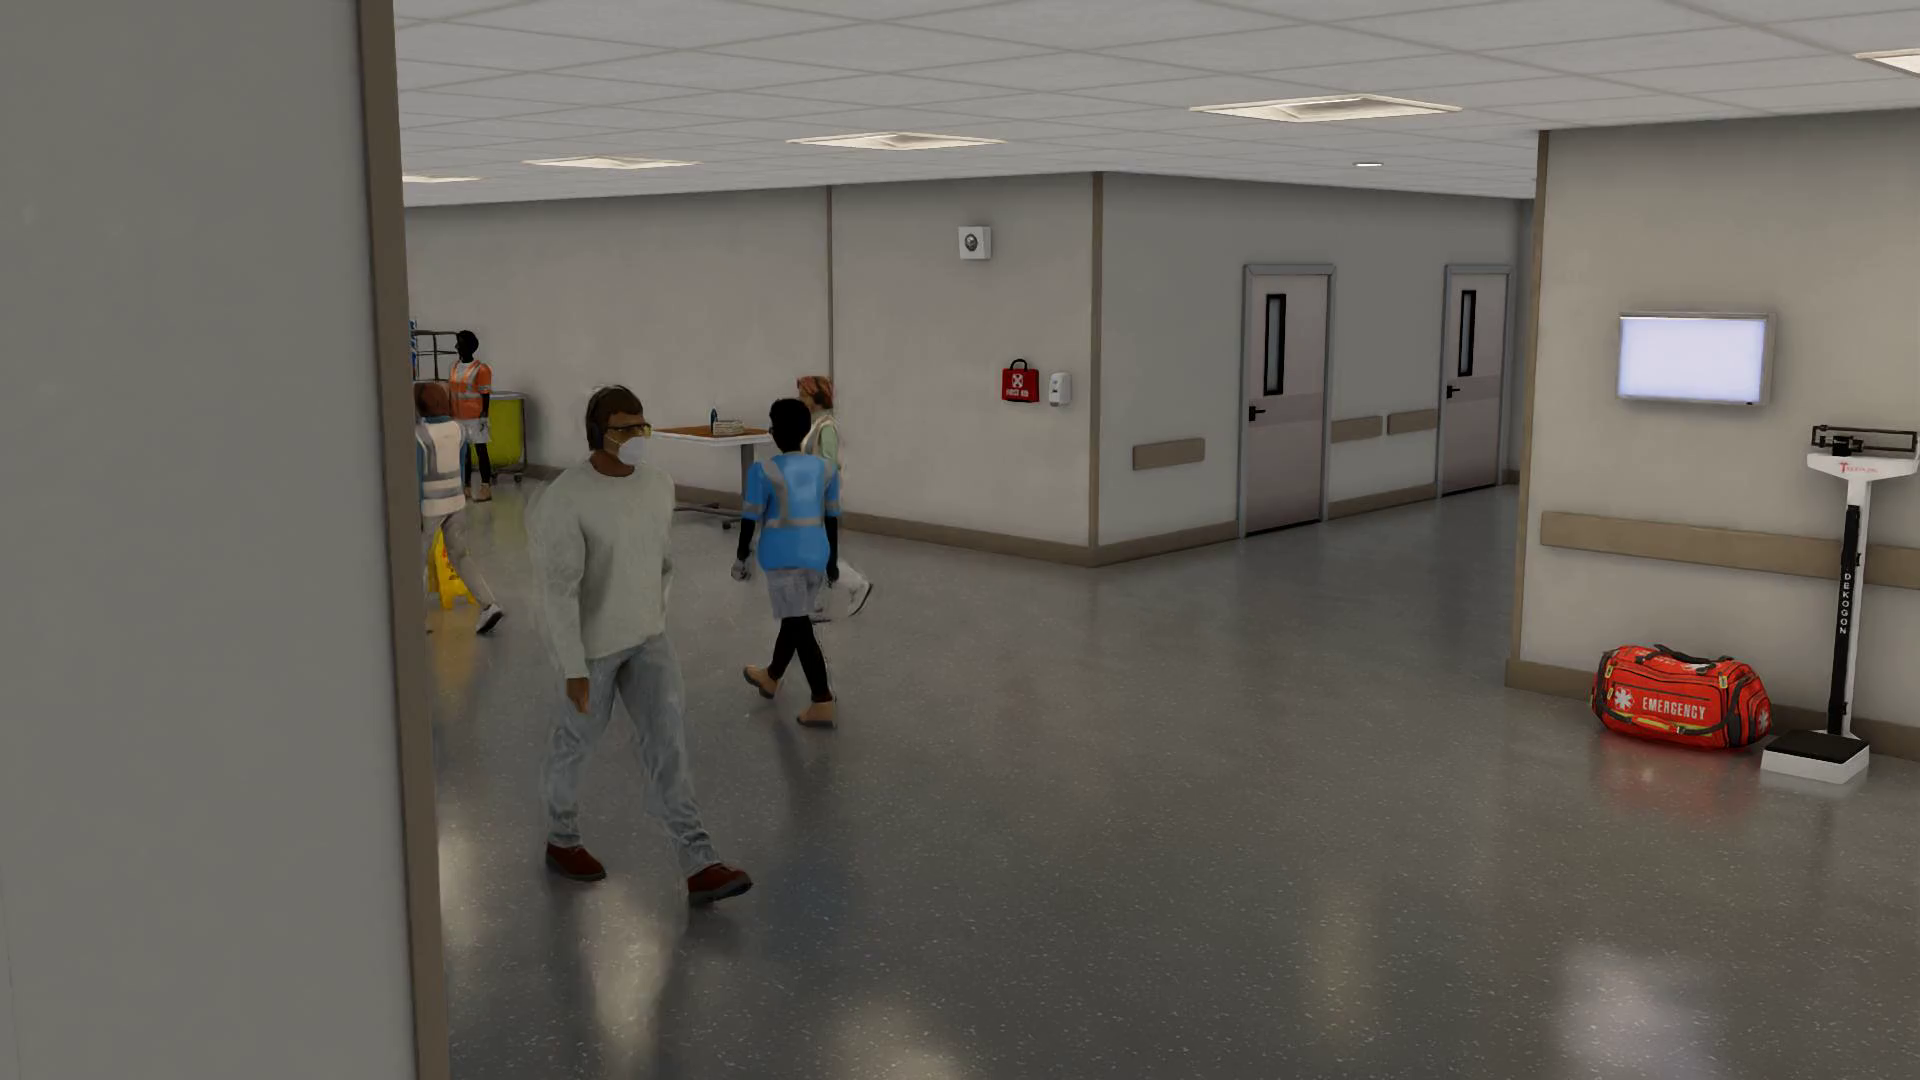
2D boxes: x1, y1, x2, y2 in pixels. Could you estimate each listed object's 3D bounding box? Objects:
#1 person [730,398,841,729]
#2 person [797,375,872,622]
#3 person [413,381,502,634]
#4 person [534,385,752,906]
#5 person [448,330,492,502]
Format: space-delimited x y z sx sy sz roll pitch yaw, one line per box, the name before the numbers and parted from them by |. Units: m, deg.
person | -0.900 0.103 8.516 0.904 1.632 0.537 9 13 44
person | -0.866 -0.253 10.734 0.452 1.625 0.534 -3 10 -20
person | -3.221 -0.192 10.421 0.733 1.613 0.518 5 10 26
person | -1.225 0.388 6.014 1.060 1.882 0.650 8 12 39
person | -4.856 -1.223 16.452 0.535 1.700 0.318 5 10 26
